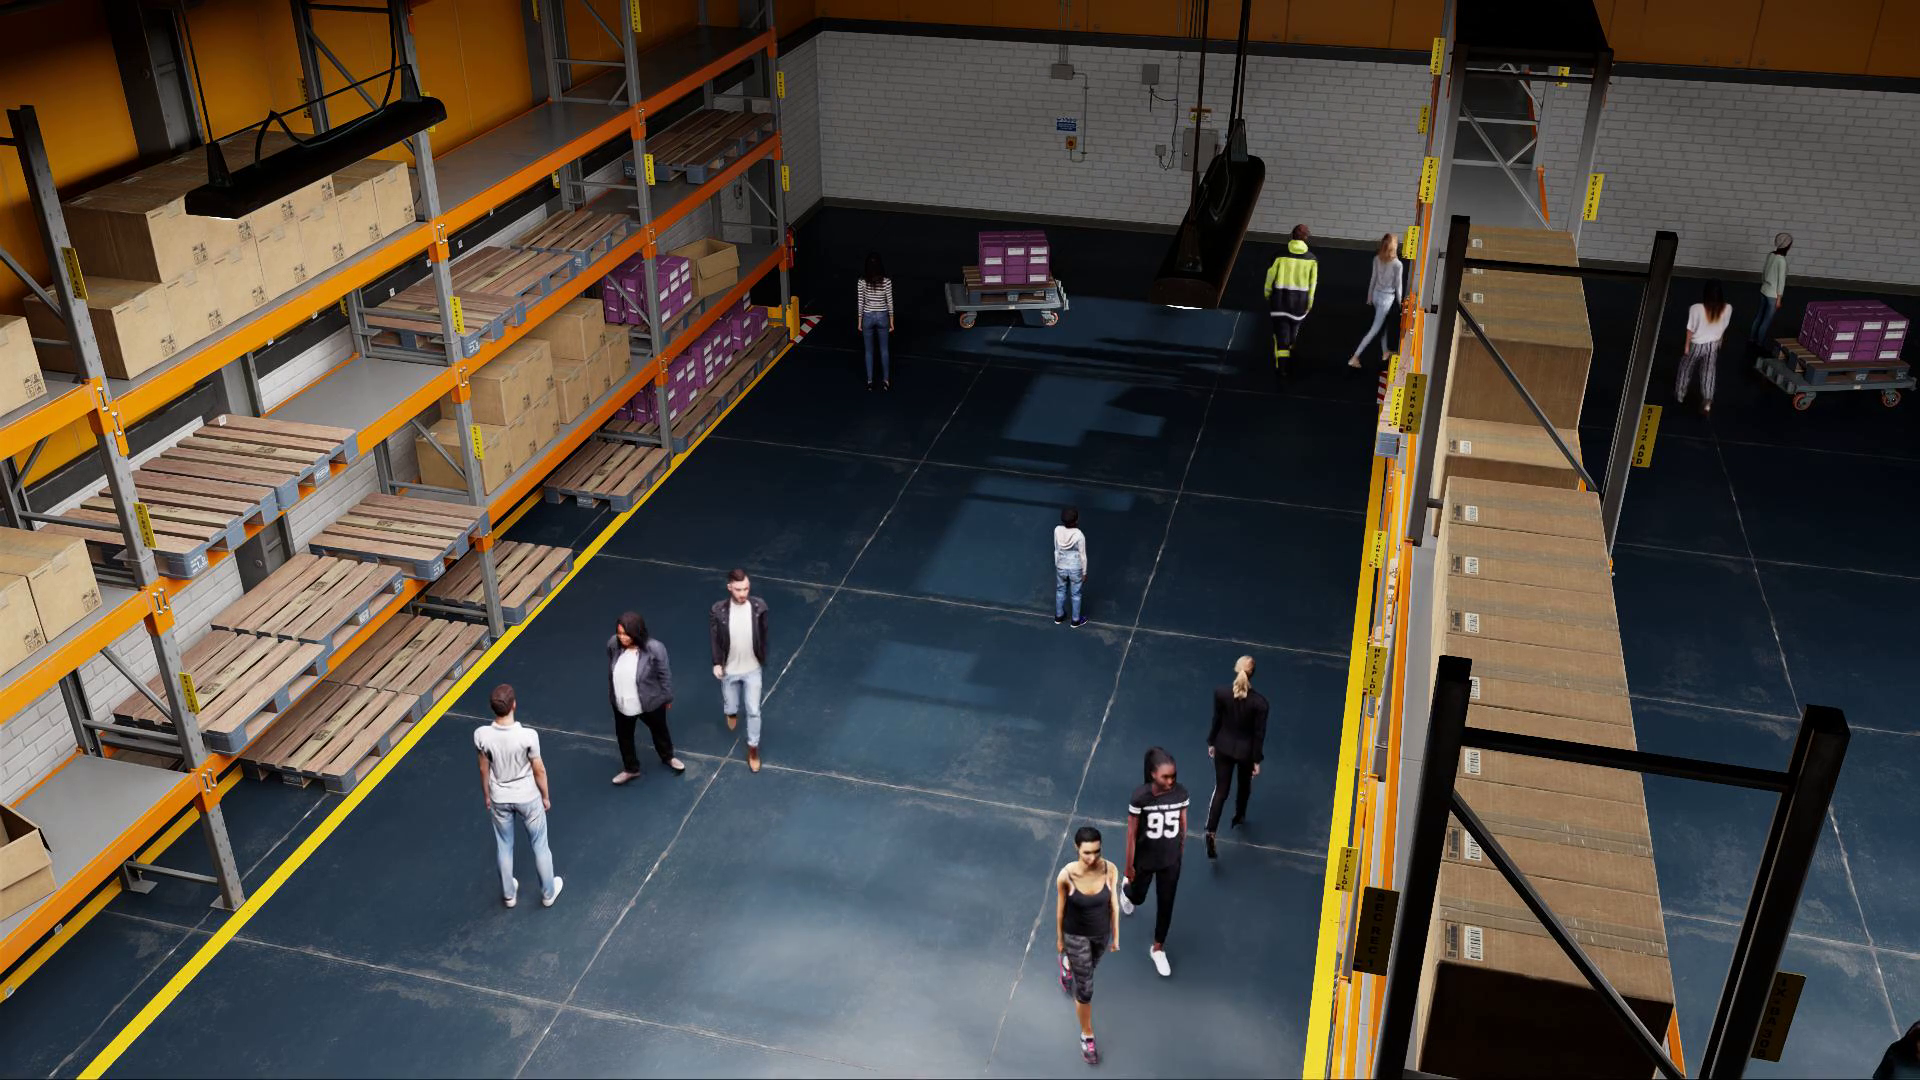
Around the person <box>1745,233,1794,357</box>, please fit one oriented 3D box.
[{"bbox_3d":[10.631,-3.239,21.789,0.698,1.644,0.542,-3,29,-5],"label":"person"}]

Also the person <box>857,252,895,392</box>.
[{"bbox_3d":[-1.054,-2.695,20.635,0.652,1.794,0.609,-1,29,-1],"label":"person"}]

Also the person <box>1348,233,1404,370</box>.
[{"bbox_3d":[5.344,-3.003,21.241,1.185,1.756,1.110,-16,33,-27],"label":"person"}]

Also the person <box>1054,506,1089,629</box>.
[{"bbox_3d":[1.042,0.245,15.802,0.528,1.261,0.554,15,32,26],"label":"person"}]

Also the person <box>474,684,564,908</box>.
[{"bbox_3d":[-3.253,1.889,12.176,0.690,1.848,0.629,1,29,1],"label":"person"}]

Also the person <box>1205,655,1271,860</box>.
[{"bbox_3d":[2.074,1.692,12.720,0.739,1.673,1.096,12,31,21],"label":"person"}]

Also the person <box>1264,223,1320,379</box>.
[{"bbox_3d":[4.154,-2.974,20.999,0.993,1.937,1.347,0,29,0],"label":"person"}]

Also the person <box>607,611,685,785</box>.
[{"bbox_3d":[-2.582,1.266,13.601,0.719,1.578,0.724,1,29,3],"label":"person"}]

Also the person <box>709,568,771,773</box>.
[{"bbox_3d":[-1.836,1.011,13.815,0.917,1.821,1.064,-7,29,-13],"label":"person"}]

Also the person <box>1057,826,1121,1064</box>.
[{"bbox_3d":[0.820,2.572,11.082,0.924,1.697,1.154,-7,29,-13],"label":"person"}]

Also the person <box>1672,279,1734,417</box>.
[{"bbox_3d":[9.002,-2.307,20.083,0.752,1.644,1.105,4,29,7],"label":"person"}]

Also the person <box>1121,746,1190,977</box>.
[{"bbox_3d":[1.343,2.201,11.745,0.908,1.713,1.101,-7,29,-12],"label":"person"}]
